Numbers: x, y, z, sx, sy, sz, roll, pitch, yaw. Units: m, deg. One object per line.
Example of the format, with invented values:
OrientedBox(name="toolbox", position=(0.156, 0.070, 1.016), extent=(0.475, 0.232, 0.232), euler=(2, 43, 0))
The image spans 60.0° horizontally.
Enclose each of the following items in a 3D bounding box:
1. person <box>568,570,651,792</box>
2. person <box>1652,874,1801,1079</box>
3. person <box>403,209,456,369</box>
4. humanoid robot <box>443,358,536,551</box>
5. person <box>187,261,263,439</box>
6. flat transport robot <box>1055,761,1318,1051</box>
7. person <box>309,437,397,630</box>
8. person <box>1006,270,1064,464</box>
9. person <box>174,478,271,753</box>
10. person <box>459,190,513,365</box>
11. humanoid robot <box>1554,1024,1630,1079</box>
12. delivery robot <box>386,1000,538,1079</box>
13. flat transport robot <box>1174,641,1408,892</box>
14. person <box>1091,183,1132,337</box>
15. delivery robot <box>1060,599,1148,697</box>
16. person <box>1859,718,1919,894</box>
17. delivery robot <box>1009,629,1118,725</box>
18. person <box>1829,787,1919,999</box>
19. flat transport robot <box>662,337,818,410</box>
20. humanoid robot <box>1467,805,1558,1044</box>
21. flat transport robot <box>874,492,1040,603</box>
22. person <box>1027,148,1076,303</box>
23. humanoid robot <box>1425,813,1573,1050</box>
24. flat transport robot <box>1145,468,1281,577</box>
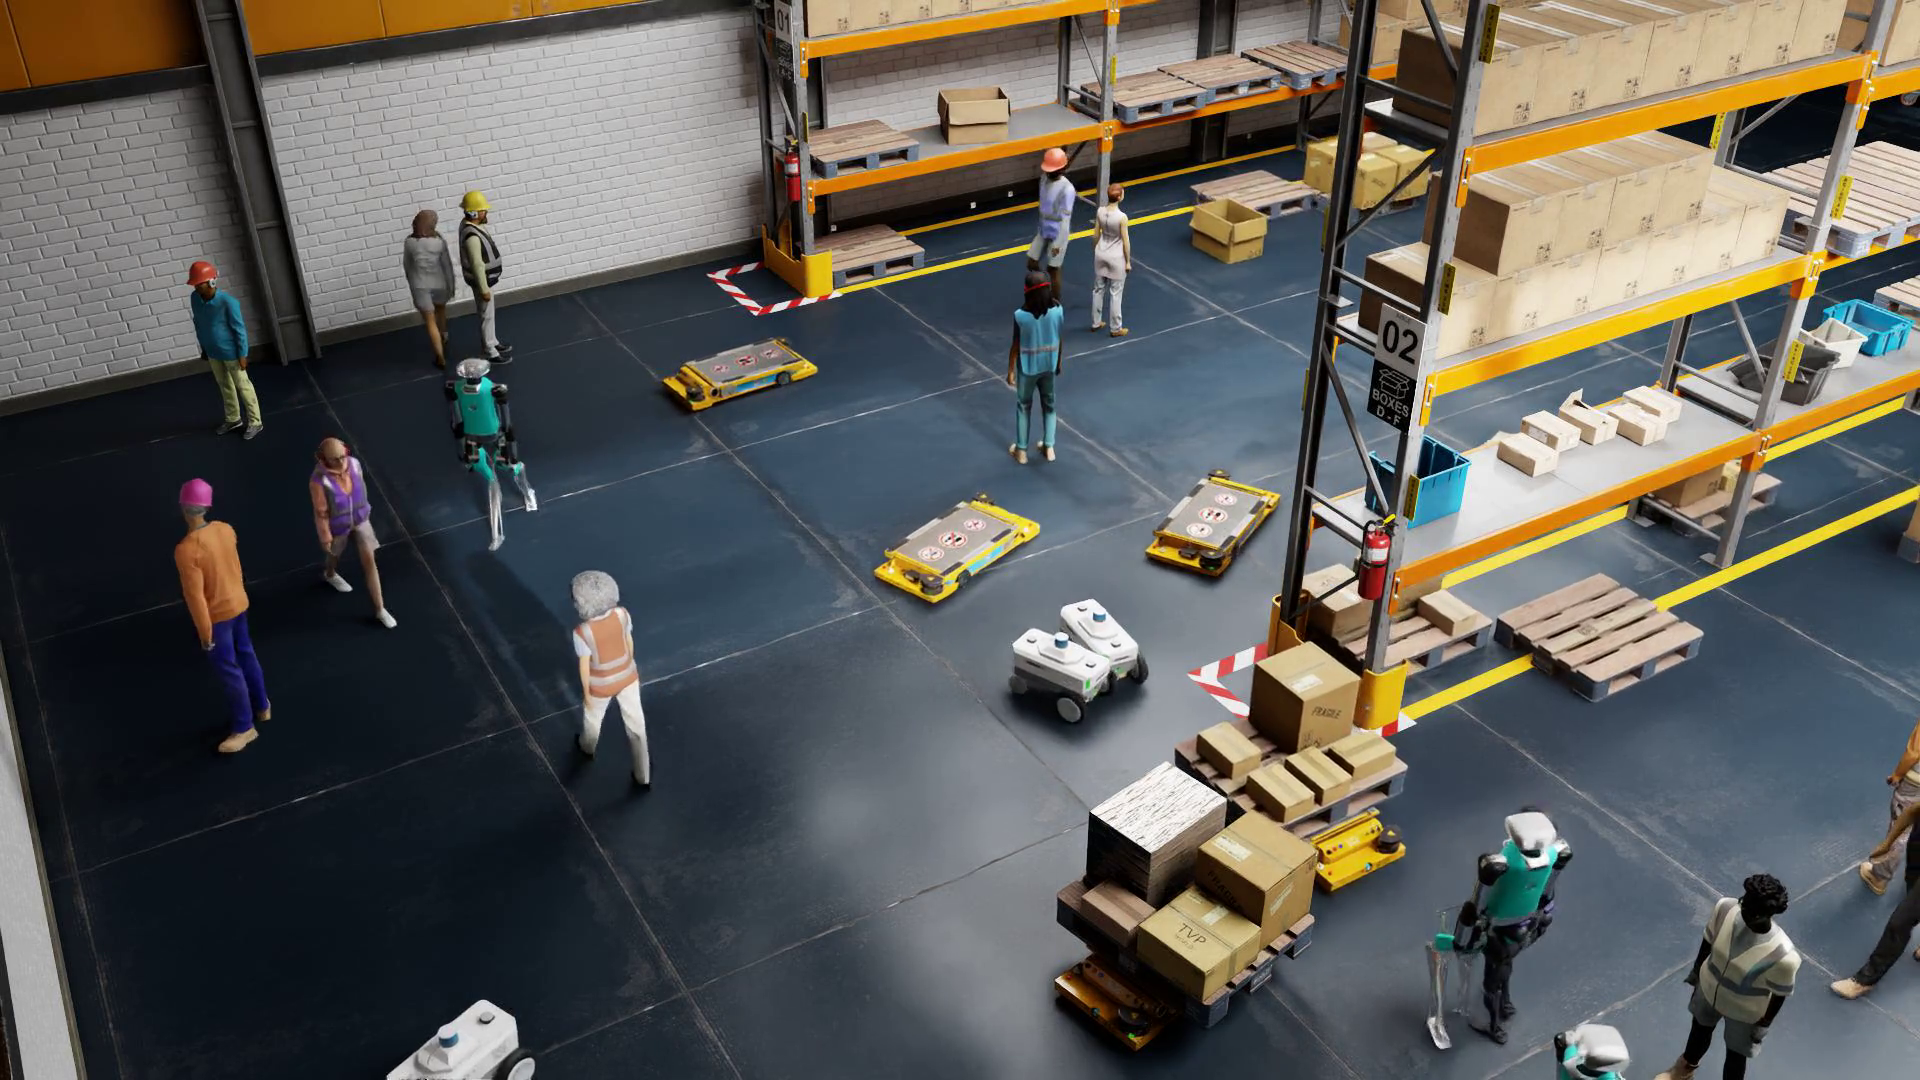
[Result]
OrientedBox(name="person", position=(-2.413, 0.906, 11.336), extent=(0.460, 1.652, 0.833), euler=(-20, 37, -29))
OrientedBox(name="person", position=(4.107, 2.435, 8.855), extent=(0.317, 1.695, 0.539), euler=(-15, 35, -22))
OrientedBox(name="person", position=(-5.395, -2.614, 16.976), extent=(0.469, 1.612, 0.766), euler=(-12, 34, -19))
OrientedBox(name="humanoid robot", position=(-3.887, -0.849, 14.081), extent=(0.543, 1.786, 0.917), euler=(3, 32, 5))
OrientedBox(name="person", position=(-6.889, -1.779, 15.522), extent=(0.560, 1.752, 0.325), euler=(12, 34, 19))
OrientedBox(name="flat transport robot", position=(1.307, 2.488, 10.116), extent=(1.431, 0.231, 0.659), euler=(-26, 41, -35))
OrientedBox(name="person", position=(-4.864, -0.142, 13.033), extent=(0.488, 1.623, 0.937), euler=(-28, 41, -37))
OrientedBox(name="person", position=(0.690, -1.553, 15.064), extent=(0.525, 1.865, 0.407), euler=(-10, 34, -16))
OrientedBox(name="person", position=(-5.231, 0.552, 11.644), extent=(0.419, 1.942, 0.738), euler=(8, 33, 13))
OrientedBox(name="person", position=(-4.830, -2.665, 16.874), extent=(0.403, 1.824, 0.590), euler=(-8, 33, -13))
OrientedBox(name="humanoid robot", position=(3.116, 2.998, 7.945), extent=(0.818, 1.801, 0.551), euler=(-4, 32, -7))
OrientedBox(name="delivery robot", position=(-2.748, 2.909, 9.194), extent=(0.524, 0.614, 0.786), euler=(20, 37, 29))
OrientedBox(name="flat transport robot", position=(2.273, 1.775, 11.253), extent=(0.659, 0.231, 1.431), euler=(-18, 36, -26))
OrientedBox(name="person", position=(1.592, -2.945, 17.467), extent=(0.461, 1.659, 0.273), euler=(24, 39, 33))
OrientedBox(name="delivery robot", position=(1.051, 0.797, 12.560), extent=(0.499, 0.611, 0.815), euler=(-14, 35, -21))
OrientedBox(name="person", position=(6.027, 1.478, 10.305), extent=(0.467, 1.778, 0.309), euler=(5, 32, 8))
OrientedBox(name="delivery robot", position=(0.739, 0.951, 12.290), extent=(0.772, 0.587, 0.499), euler=(21, 38, 30))
OrientedBox(name="person", position=(5.692, 1.883, 9.641), extent=(0.932, 1.807, 0.506), euler=(-6, 33, -10))
OrientedBox(name="flat transport robot", position=(-2.216, -1.686, 16.773), extent=(1.431, 0.231, 0.659), euler=(-21, 38, -29))
OrientedBox(name="humanoid robot", position=(3.086, 2.144, 9.338), extent=(0.596, 1.656, 0.345), euler=(-19, 37, -28))
OrientedBox(name="flat transport robot", position=(-0.012, 0.051, 14.002), extent=(0.659, 0.231, 1.431), euler=(23, 39, 32))
OrientedBox(name="person", position=(0.928, -3.252, 17.715), extent=(0.471, 1.919, 0.569), euler=(-21, 38, -30))
OrientedBox(name="humanoid robot", position=(2.921, 2.119, 9.350), extent=(0.530, 1.812, 0.710), euler=(-9, 33, -14))
OrientedBox(name="flat transport robot", position=(2.200, -0.162, 14.343), extent=(0.659, 0.231, 1.431), euler=(17, 36, 25))
